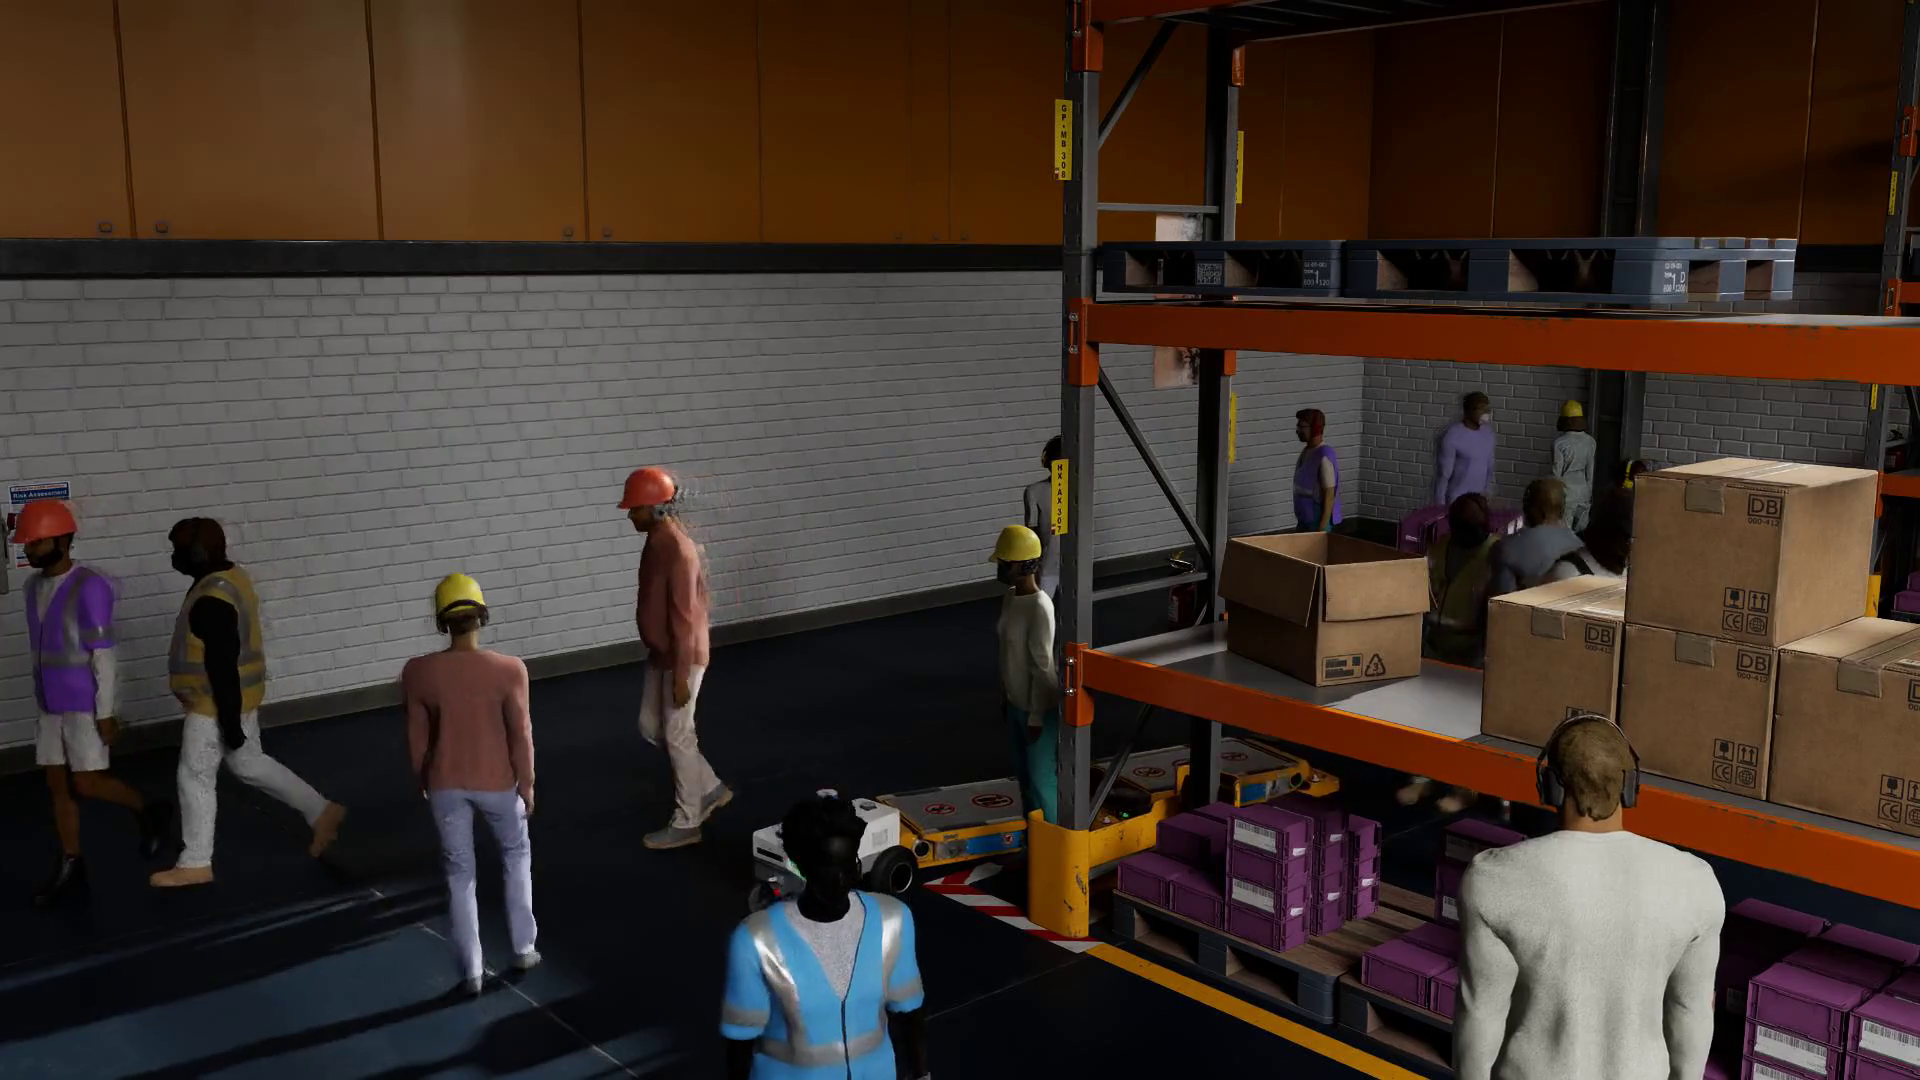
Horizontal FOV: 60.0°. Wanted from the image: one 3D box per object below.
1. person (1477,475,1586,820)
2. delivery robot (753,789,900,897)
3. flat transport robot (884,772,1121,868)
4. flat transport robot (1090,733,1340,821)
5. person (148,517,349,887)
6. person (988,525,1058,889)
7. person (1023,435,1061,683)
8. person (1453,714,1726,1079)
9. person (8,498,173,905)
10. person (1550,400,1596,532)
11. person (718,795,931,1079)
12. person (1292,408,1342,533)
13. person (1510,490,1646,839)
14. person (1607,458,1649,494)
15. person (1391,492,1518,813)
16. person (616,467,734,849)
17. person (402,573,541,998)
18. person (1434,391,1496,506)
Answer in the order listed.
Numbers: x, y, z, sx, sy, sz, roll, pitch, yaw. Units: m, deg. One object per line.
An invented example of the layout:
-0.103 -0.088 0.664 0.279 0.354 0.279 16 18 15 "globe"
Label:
3.053 0.625 8.661 0.675 1.897 0.901 -2 10 -14 "person"
-0.617 1.403 7.735 0.477 0.478 0.707 9 13 43 "delivery robot"
0.098 1.448 8.574 1.431 0.197 0.652 -4 11 -24 "flat transport robot"
1.350 1.329 9.270 1.431 0.197 0.652 -5 11 -28 "flat transport robot"
-3.507 0.767 8.104 0.855 1.811 0.628 -3 10 -15 "person"
0.305 0.794 8.068 0.357 1.759 0.525 -3 10 -18 "person"
0.643 0.232 11.045 0.513 1.864 0.331 -7 12 -34 "person"
1.517 1.379 4.118 0.628 1.935 0.373 1 10 3 "person"
-4.170 0.738 7.912 0.566 1.924 0.651 5 11 26 "person"
5.506 -0.394 15.064 0.487 1.741 0.313 -4 10 -22 "person"
-0.294 1.482 4.243 0.553 1.670 0.689 -6 11 -30 "person"
2.820 -0.127 13.203 0.373 1.840 0.571 -1 10 -5 "person"
2.942 0.736 7.572 0.696 2.000 0.936 -5 11 -28 "person"
3.996 0.411 10.119 0.964 1.815 0.571 6 11 32 "person"
2.688 0.626 8.924 0.562 1.802 0.663 -6 12 -32 "person"
-1.492 0.604 8.535 0.501 1.975 0.654 -5 11 -28 "person"
-2.016 0.997 6.881 0.537 1.745 0.511 -1 10 -4 "person"
4.256 -0.342 14.283 0.644 1.918 0.793 -6 11 -30 "person"
